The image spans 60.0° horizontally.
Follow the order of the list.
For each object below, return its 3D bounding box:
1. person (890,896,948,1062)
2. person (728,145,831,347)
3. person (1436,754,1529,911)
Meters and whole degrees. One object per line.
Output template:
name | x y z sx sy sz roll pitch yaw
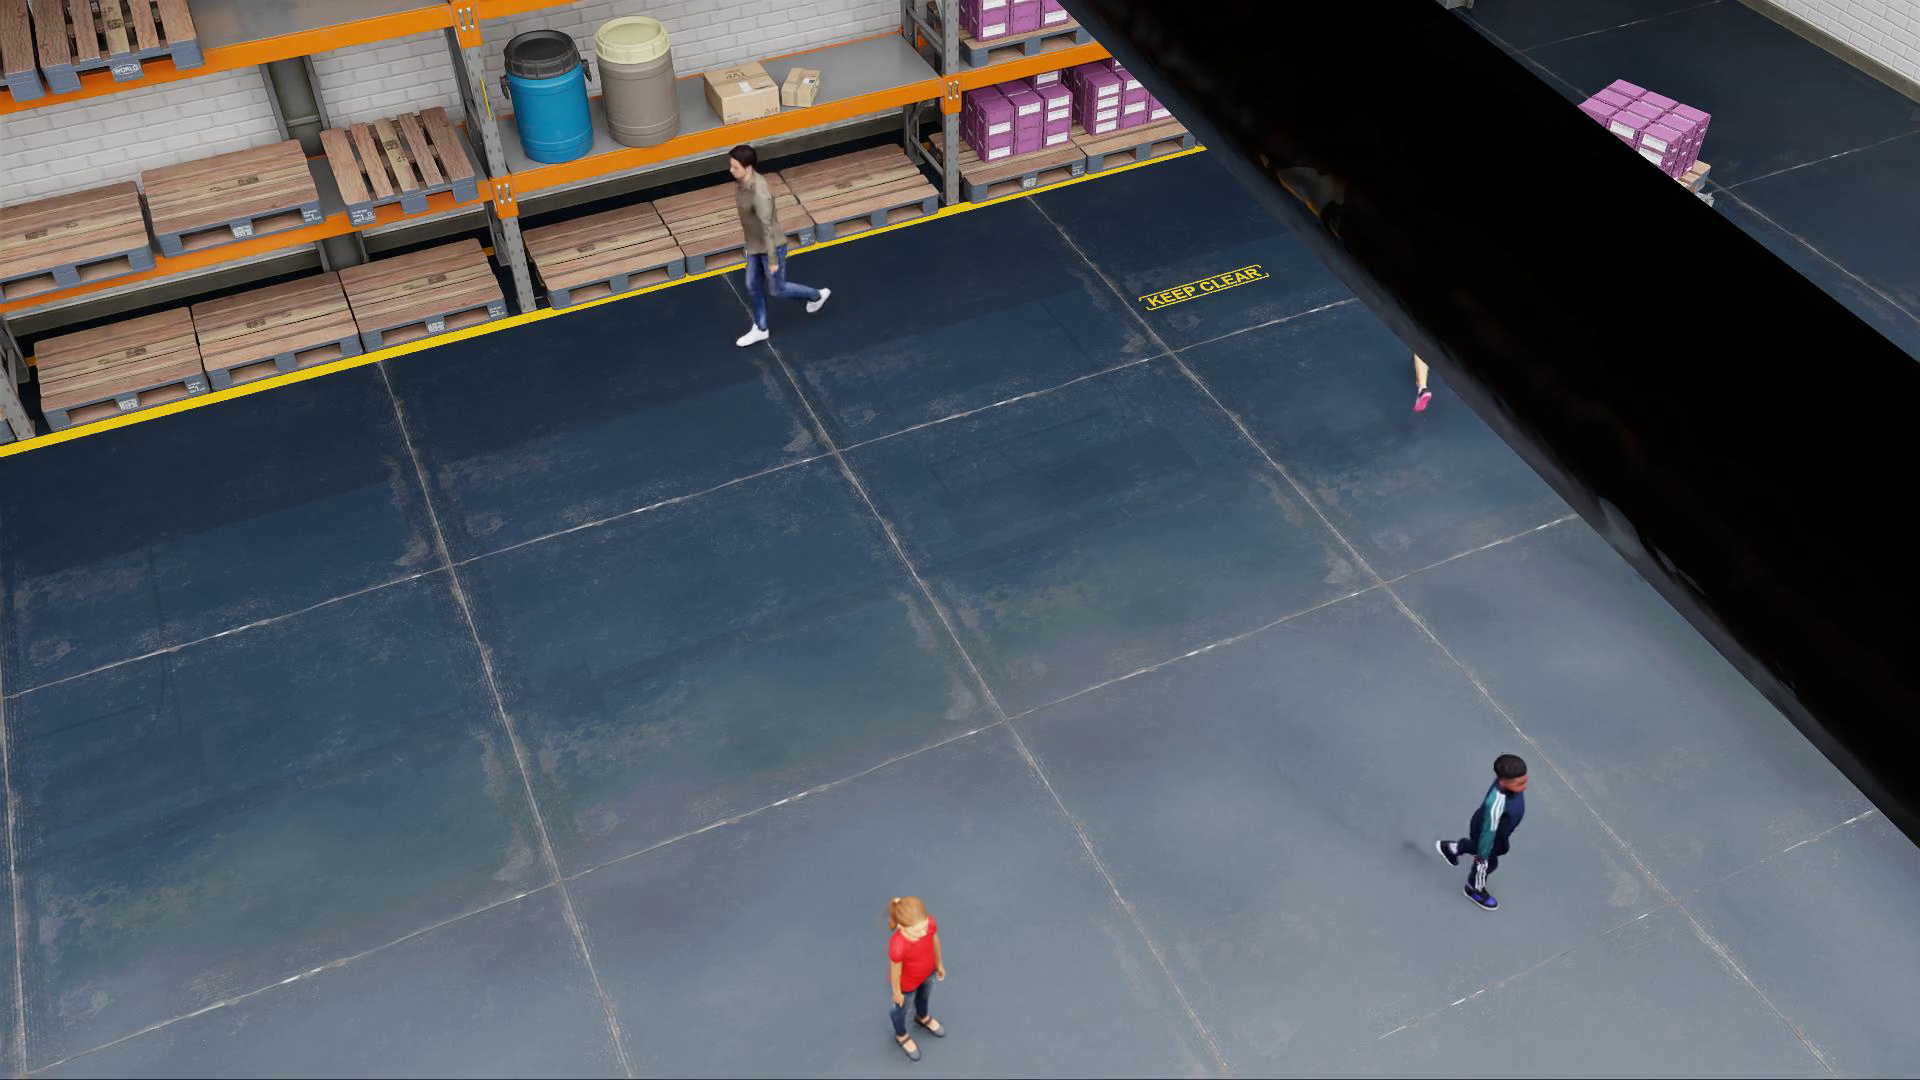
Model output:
person | -0.255 2.295 8.847 0.589 1.308 0.498 33 53 30
person | -1.477 -2.407 13.411 1.123 1.821 0.781 -22 48 -22
person | 3.028 1.628 9.593 0.733 1.245 0.720 28 50 26
